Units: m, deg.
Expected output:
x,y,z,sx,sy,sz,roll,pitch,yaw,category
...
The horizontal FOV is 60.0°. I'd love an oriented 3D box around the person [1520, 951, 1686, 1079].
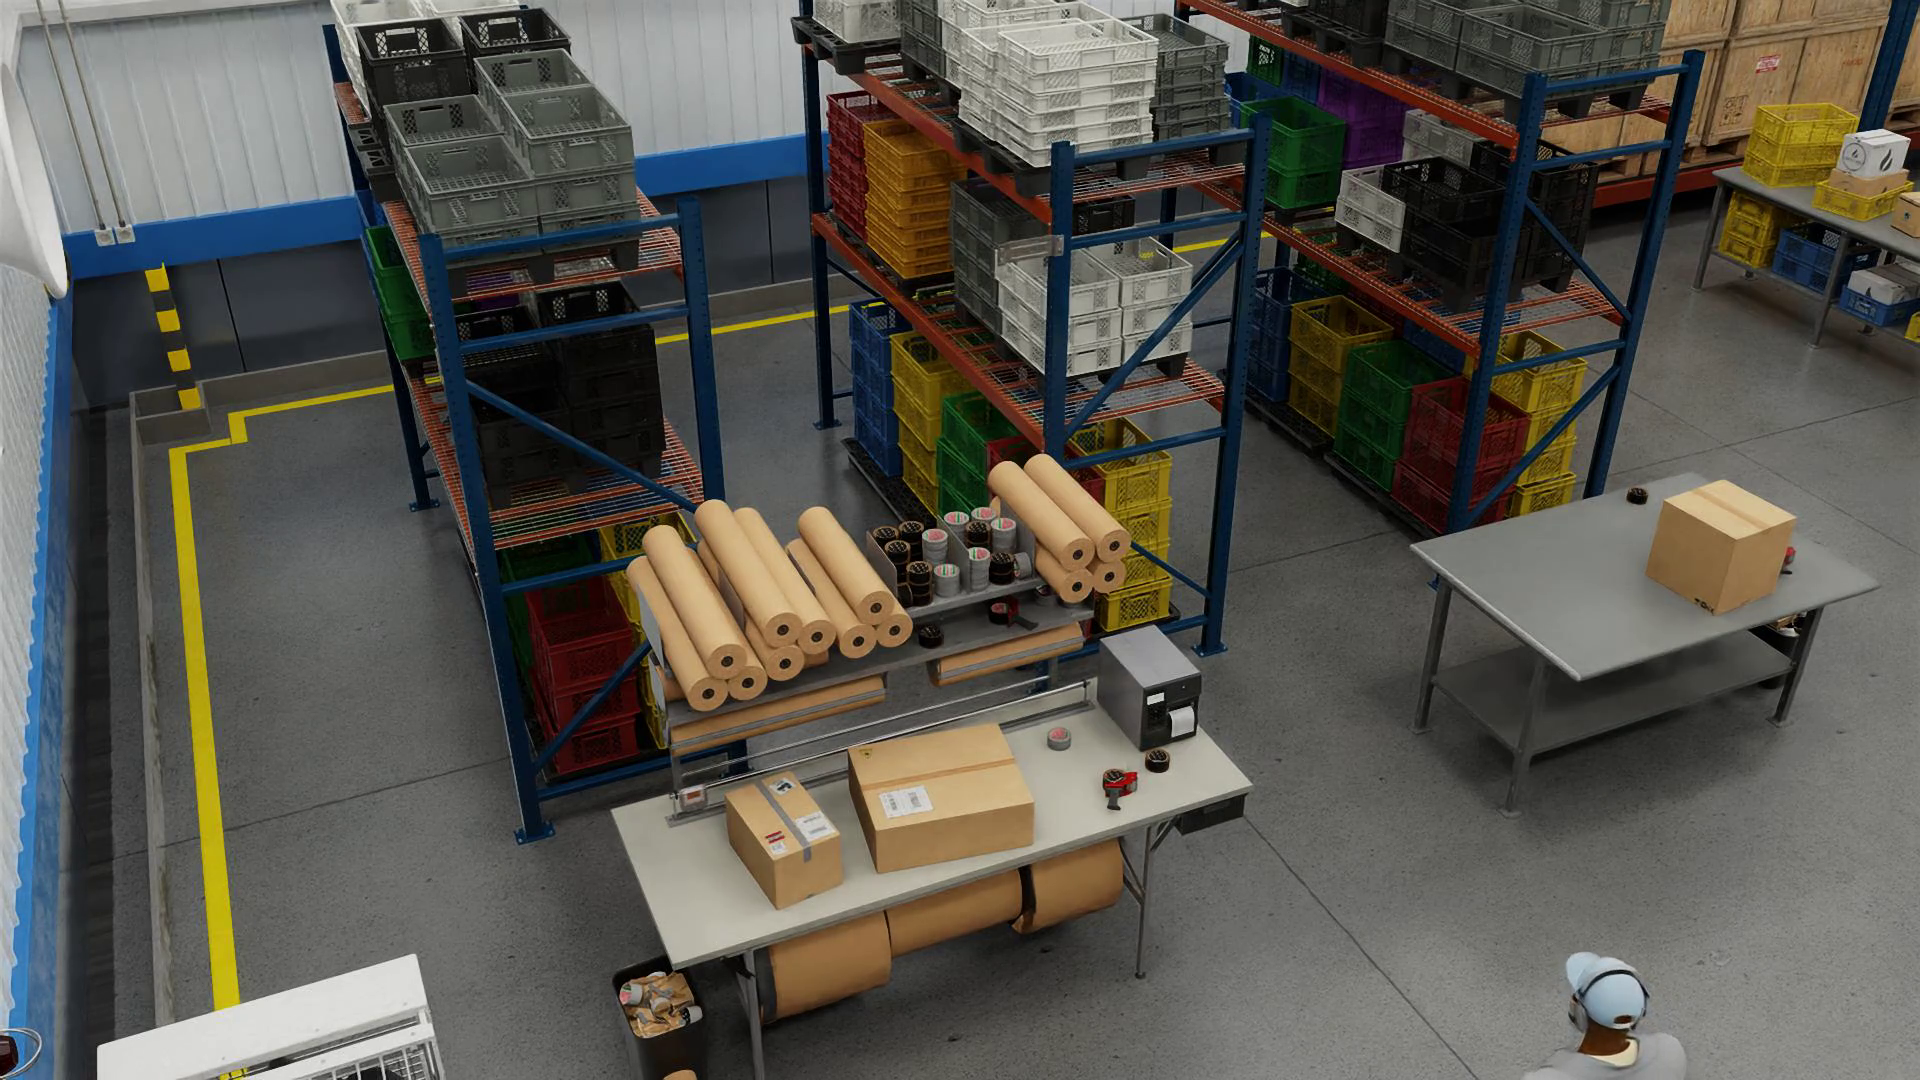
x,y,z,sx,sy,sz,roll,pitch,yaw,category
1.875,2.003,5.209,0.596,1.849,0.393,-12,33,-18,person
